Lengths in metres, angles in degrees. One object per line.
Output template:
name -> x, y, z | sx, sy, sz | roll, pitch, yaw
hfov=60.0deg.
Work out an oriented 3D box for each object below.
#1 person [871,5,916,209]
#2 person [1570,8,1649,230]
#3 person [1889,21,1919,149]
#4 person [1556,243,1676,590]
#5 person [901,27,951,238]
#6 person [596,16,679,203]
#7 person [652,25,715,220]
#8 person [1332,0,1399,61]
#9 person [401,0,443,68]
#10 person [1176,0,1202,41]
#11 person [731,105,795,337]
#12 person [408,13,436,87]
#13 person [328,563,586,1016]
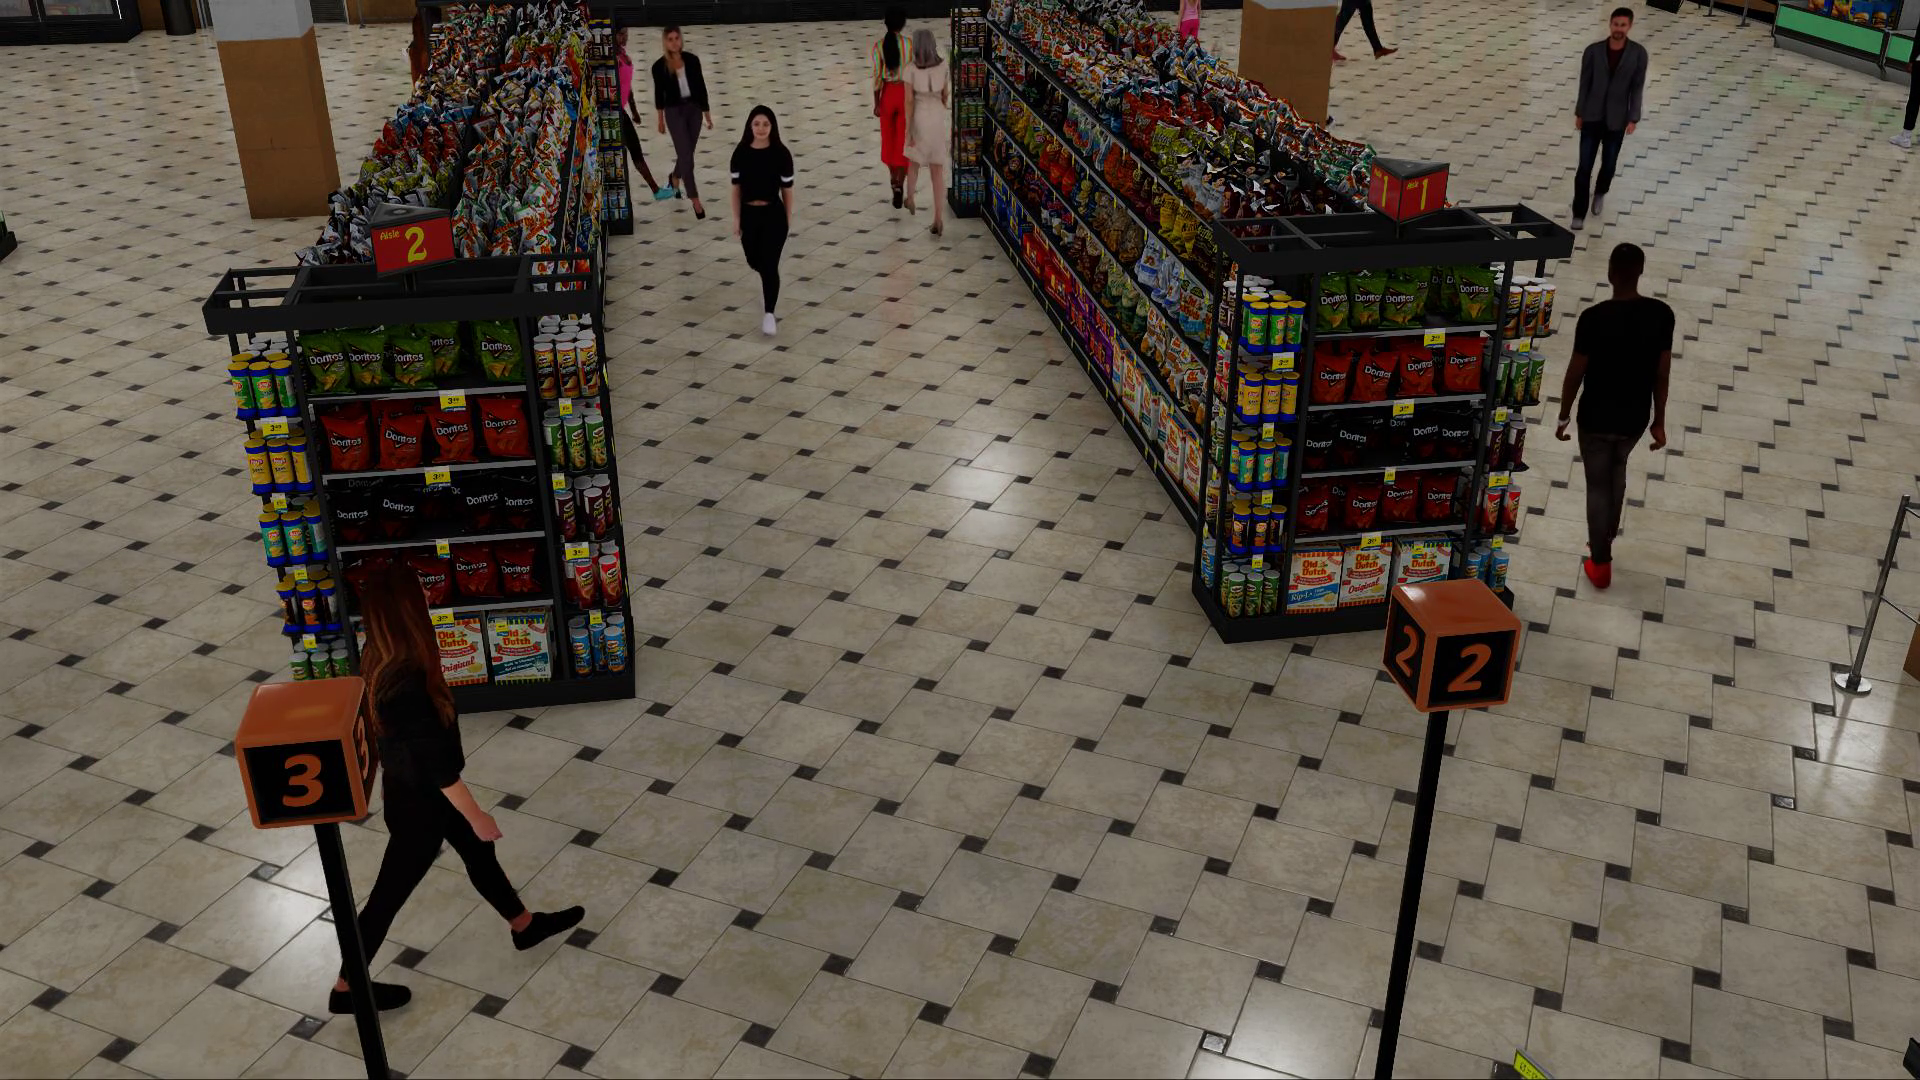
person -> -0.546, -3.788, 14.781 | 0.780, 1.747, 1.222 | 2, 27, 4
person -> 5.593, -3.650, 14.410 | 1.095, 1.837, 1.300 | 9, 28, 18
person -> 9.951, -4.936, 16.967 | 0.709, 1.818, 0.642 | 0, 27, 0
person -> 3.318, -0.570, 8.398 | 0.755, 1.783, 0.812 | 2, 27, 3
person -> -0.244, -3.426, 14.130 | 0.697, 1.690, 1.150 | -8, 28, -15
person -> -3.170, -3.799, 14.895 | 0.745, 1.665, 1.032 | 0, 27, -1
person -> -2.493, -3.720, 14.782 | 0.881, 1.626, 1.145 | -17, 32, -30
person -> 4.900, -6.910, 20.907 | 1.082, 1.775, 1.211 | 7, 28, 13
person -> -6.585, -6.540, 20.301 | 0.843, 1.664, 0.874 | 5, 27, 11
person -> 2.813, -6.354, 20.364 | 0.549, 1.275, 0.589 | -14, 30, -25
person -> -1.432, -2.346, 12.085 | 0.743, 1.615, 1.085 | 0, 27, 1
person -> -4.727, -3.841, 14.914 | 0.780, 1.723, 0.689 | -24, 35, -39
person -> -1.917, 0.907, 5.615 | 0.847, 1.666, 1.146 | -11, 29, -21
